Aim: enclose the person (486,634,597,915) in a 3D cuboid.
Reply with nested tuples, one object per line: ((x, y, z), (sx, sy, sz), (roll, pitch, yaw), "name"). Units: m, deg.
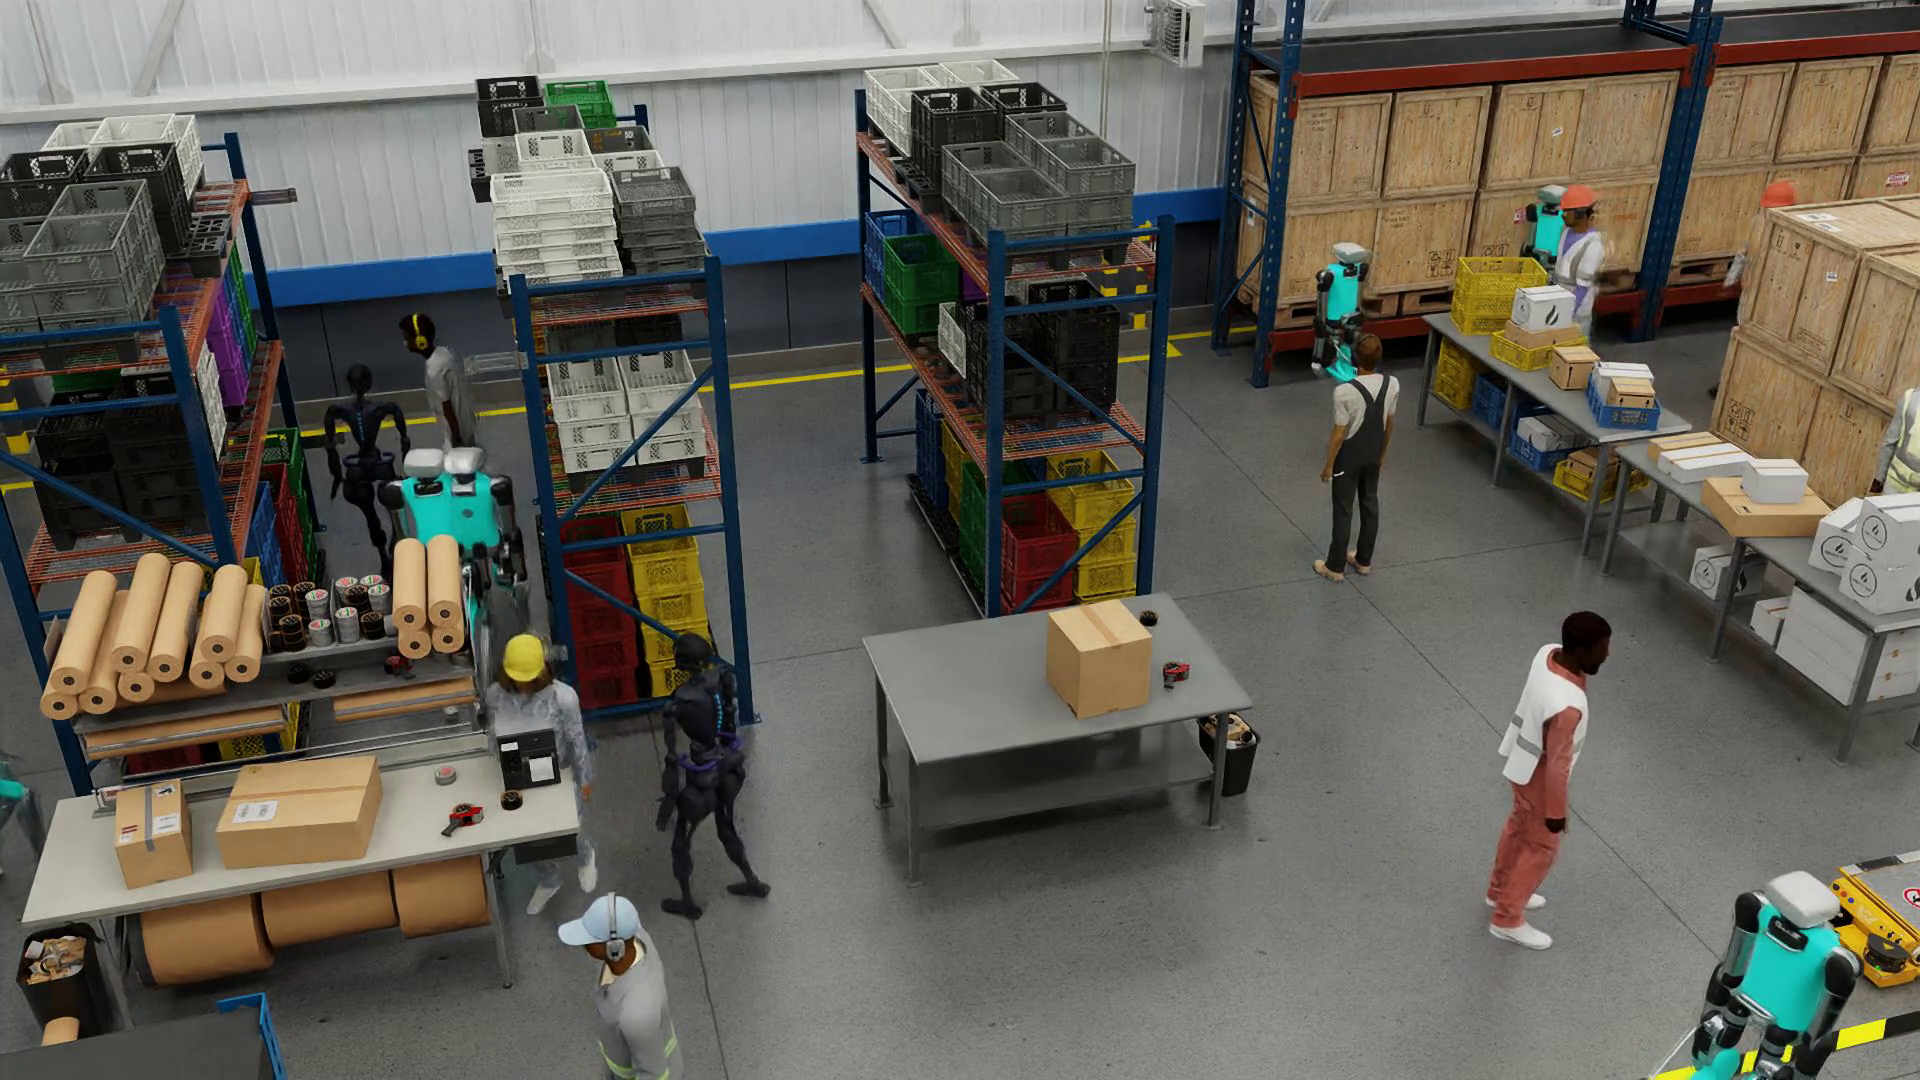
((-2.133, 1.200, 8.456), (0.521, 1.728, 0.379), (6, 29, 11), "person")

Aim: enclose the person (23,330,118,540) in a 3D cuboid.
((-6.519, -0.887, 12.131), (0.503, 1.859, 0.343), (16, 33, 27), "person")

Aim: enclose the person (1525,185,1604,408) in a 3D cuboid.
((5.041, -1.955, 13.904), (0.816, 2.004, 0.649), (-7, 30, -13), "person")

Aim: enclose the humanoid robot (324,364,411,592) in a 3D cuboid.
((-4.066, -0.419, 11.486), (0.596, 1.641, 0.659), (-5, 29, -9), "humanoid robot")

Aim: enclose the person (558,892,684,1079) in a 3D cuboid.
((-1.301, 2.142, 6.620), (0.399, 1.852, 0.589), (-8, 30, -15), "person")

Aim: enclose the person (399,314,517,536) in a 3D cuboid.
((-3.672, -0.768, 11.961), (0.827, 1.812, 0.581), (-3, 29, -6), "person")

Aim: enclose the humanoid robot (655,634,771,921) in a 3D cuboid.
((-1.302, 1.210, 8.518), (0.473, 1.637, 0.603), (17, 33, 27), "humanoid robot")

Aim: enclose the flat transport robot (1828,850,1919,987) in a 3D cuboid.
((5.163, 1.916, 8.676), (1.431, 0.231, 0.659), (-8, 30, -14), "flat transport robot")

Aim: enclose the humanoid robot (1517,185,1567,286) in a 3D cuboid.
((4.991, -2.167, 14.630), (0.875, 1.791, 0.556), (-25, 38, -38), "humanoid robot")

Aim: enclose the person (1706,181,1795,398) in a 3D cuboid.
((6.789, -2.161, 14.380), (0.661, 1.921, 0.572), (-6, 29, -11), "person")

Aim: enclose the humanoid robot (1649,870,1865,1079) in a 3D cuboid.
((3.033, 2.191, 6.691), (0.786, 1.818, 0.557), (-13, 31, -22), "humanoid robot")

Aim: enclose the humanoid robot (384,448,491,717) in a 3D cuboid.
((-3.078, 0.350, 9.940), (0.536, 1.743, 0.705), (-6, 29, -11), "humanoid robot")

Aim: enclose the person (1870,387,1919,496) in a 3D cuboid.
((6.478, -0.362, 11.189), (0.629, 1.840, 0.429), (21, 35, 33), "person")

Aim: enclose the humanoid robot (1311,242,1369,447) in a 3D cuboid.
((3.134, -1.447, 13.289), (0.544, 1.803, 0.837), (-21, 35, -33), "humanoid robot")

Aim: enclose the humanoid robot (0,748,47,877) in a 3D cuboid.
((-5.128, 1.094, 8.634), (0.574, 1.766, 0.777), (8, 30, 14), "humanoid robot")

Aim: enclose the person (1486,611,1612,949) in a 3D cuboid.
((2.906, 1.174, 8.330), (0.396, 1.908, 0.588), (4, 29, 7), "person")

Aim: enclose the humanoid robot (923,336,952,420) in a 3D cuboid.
((-0.067, -1.709, 13.821), (0.425, 1.632, 0.614), (13, 32, 23), "humanoid robot")

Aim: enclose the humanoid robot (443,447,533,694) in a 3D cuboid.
((-2.949, 0.130, 10.444), (0.539, 1.799, 0.820), (-2, 29, -4), "humanoid robot")

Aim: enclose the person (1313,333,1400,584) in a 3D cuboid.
((2.747, -0.561, 11.544), (0.505, 1.846, 0.347), (-10, 30, -18), "person")
